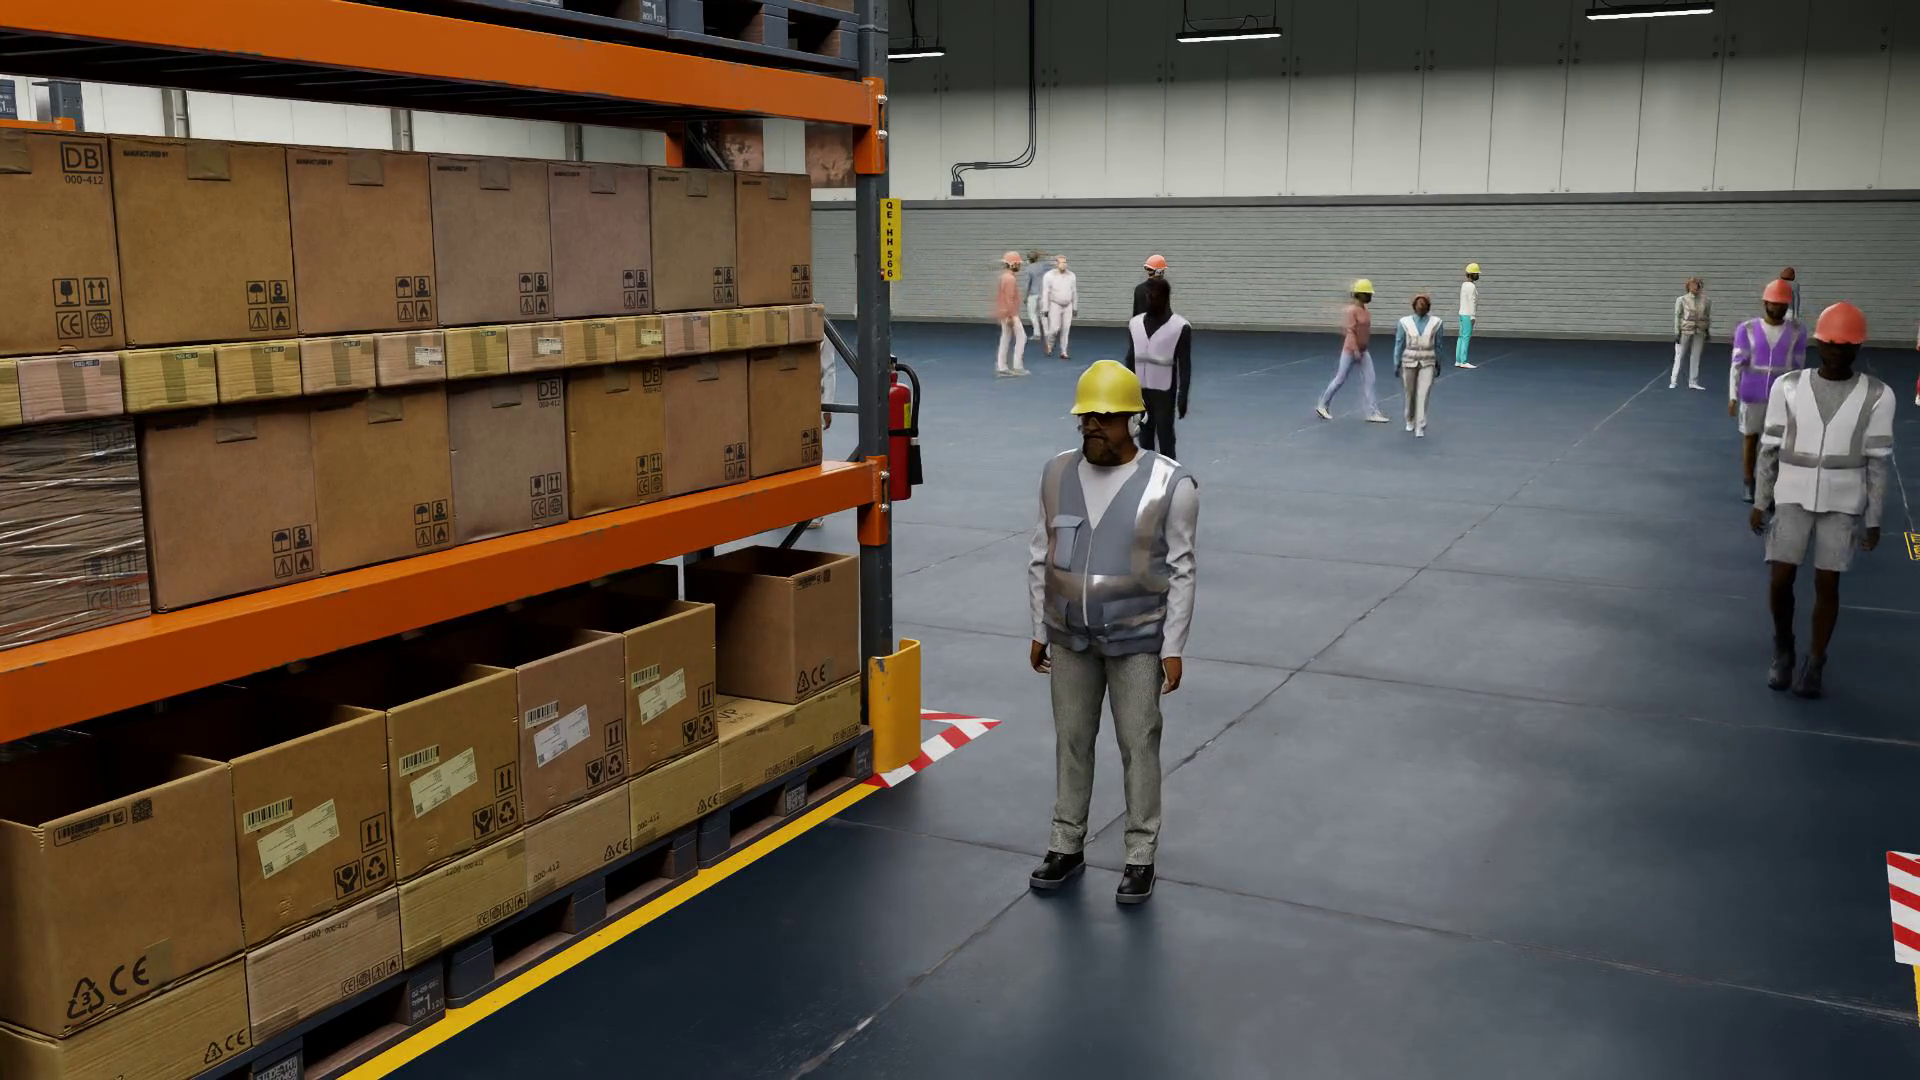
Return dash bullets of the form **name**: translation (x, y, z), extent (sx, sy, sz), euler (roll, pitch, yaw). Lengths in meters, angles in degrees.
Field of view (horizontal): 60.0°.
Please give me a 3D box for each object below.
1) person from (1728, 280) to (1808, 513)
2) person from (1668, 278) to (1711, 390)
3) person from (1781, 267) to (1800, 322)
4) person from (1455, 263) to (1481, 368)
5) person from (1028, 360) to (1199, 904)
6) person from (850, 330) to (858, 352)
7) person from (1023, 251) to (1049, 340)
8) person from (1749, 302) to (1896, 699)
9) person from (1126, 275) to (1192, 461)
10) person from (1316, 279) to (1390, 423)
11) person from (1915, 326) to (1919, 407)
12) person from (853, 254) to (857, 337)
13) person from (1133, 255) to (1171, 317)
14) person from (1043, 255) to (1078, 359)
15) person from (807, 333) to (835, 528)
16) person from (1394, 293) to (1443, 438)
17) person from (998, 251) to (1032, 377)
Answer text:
- **person**: translation (6.613, -1.182, 13.644), extent (0.559, 1.880, 1.017), euler (4, 11, 22)
- **person**: translation (10.646, -2.991, 24.207), extent (0.563, 1.625, 0.322), euler (0, 10, -2)
- **person**: translation (15.688, -4.358, 31.618), extent (0.275, 1.632, 0.507), euler (-9, 14, -41)
- **person**: translation (8.628, -3.791, 28.167), extent (0.328, 1.767, 0.532), euler (0, 10, 0)
- **person**: translation (0.494, 0.309, 5.628), extent (0.591, 1.833, 0.403), euler (5, 12, 26)
- **person**: translation (-1.791, -4.515, 32.021), extent (0.619, 1.794, 0.848), euler (6, 12, 29)
- **person**: translation (1.673, -5.252, 35.787), extent (0.765, 1.908, 0.347), euler (-9, 13, -39)
- **person**: translation (4.125, -0.175, 7.994), extent (0.595, 1.927, 0.465), euler (6, 12, 31)
- **person**: translation (1.638, -1.226, 13.776), extent (0.594, 1.922, 0.381), euler (9, 14, 41)
- **person**: translation (4.760, -2.292, 20.108), extent (0.519, 1.722, 0.923), euler (-9, 14, -41)
- **person**: translation (12.703, -2.567, 21.501), extent (0.572, 1.758, 0.386), euler (2, 11, 13)
- **person**: translation (-2.115, -5.371, 36.561), extent (0.553, 1.849, 0.529), euler (5, 12, 27)
- **person**: translation (2.452, -2.603, 21.058), extent (0.382, 1.993, 0.622), euler (-8, 13, -36)
- **person**: translation (1.832, -4.226, 30.209), extent (0.651, 1.893, 0.443), euler (-4, 11, -22)
- **person**: translation (-1.239, -1.028, 12.781), extent (0.573, 1.883, 0.356), euler (3, 11, 18)
- **person**: translation (5.170, -1.988, 18.786), extent (0.526, 1.606, 0.809), euler (3, 11, 14)
- **person**: translation (0.907, -3.568, 26.360), extent (0.672, 1.975, 0.646), euler (-1, 10, -7)
